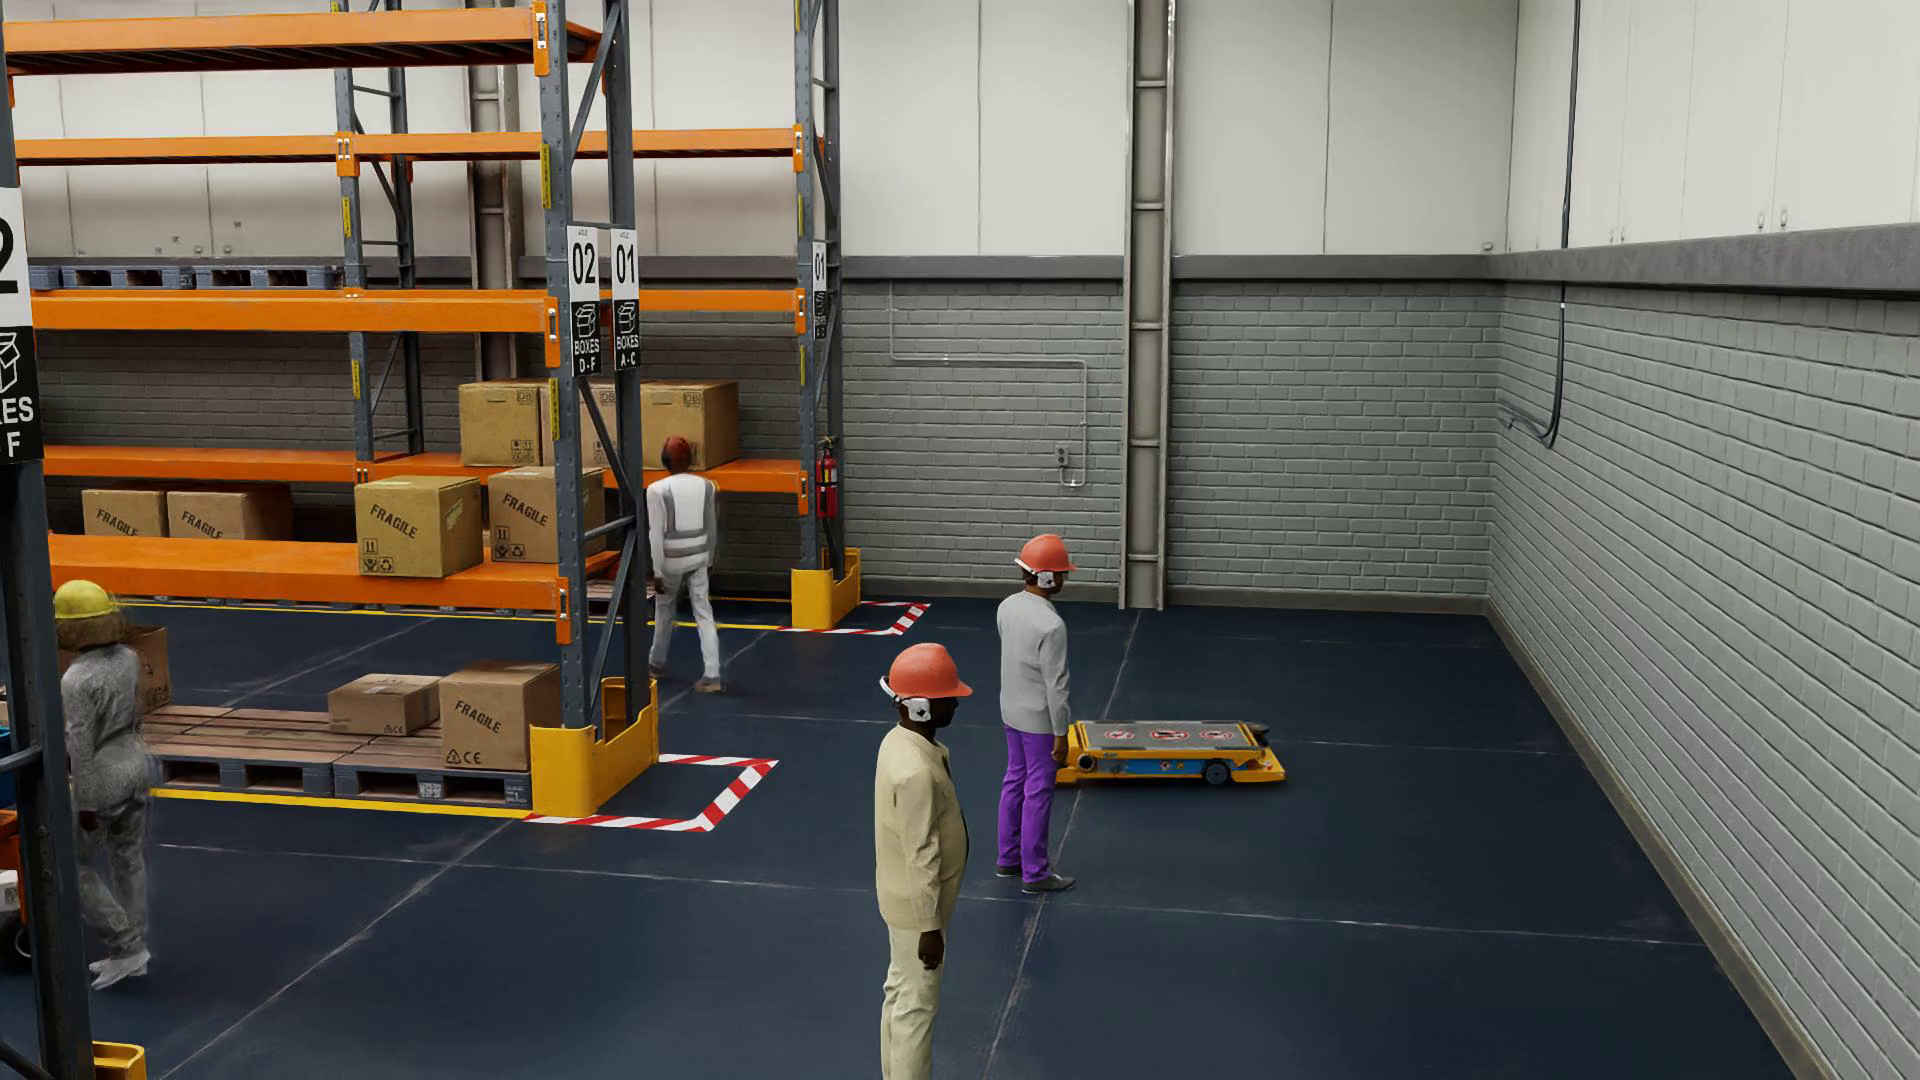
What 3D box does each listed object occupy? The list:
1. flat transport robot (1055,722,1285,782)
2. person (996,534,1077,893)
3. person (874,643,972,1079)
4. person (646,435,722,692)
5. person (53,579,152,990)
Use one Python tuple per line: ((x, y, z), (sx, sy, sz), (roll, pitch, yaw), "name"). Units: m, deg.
((1.172, 1.259, 9.949), (1.431, 0.197, 0.652), (0, 9, 0), "flat transport robot")
((0.386, 0.833, 8.041), (0.341, 1.745, 0.569), (-4, 10, -24), "person")
((-0.123, 1.210, 5.666), (0.326, 1.752, 0.561), (-1, 9, -9), "person")
((-1.997, 0.161, 11.966), (0.589, 1.831, 1.010), (-7, 12, -38), "person")
((-3.590, 1.015, 6.947), (0.334, 1.731, 0.496), (1, 9, 8), "person")
